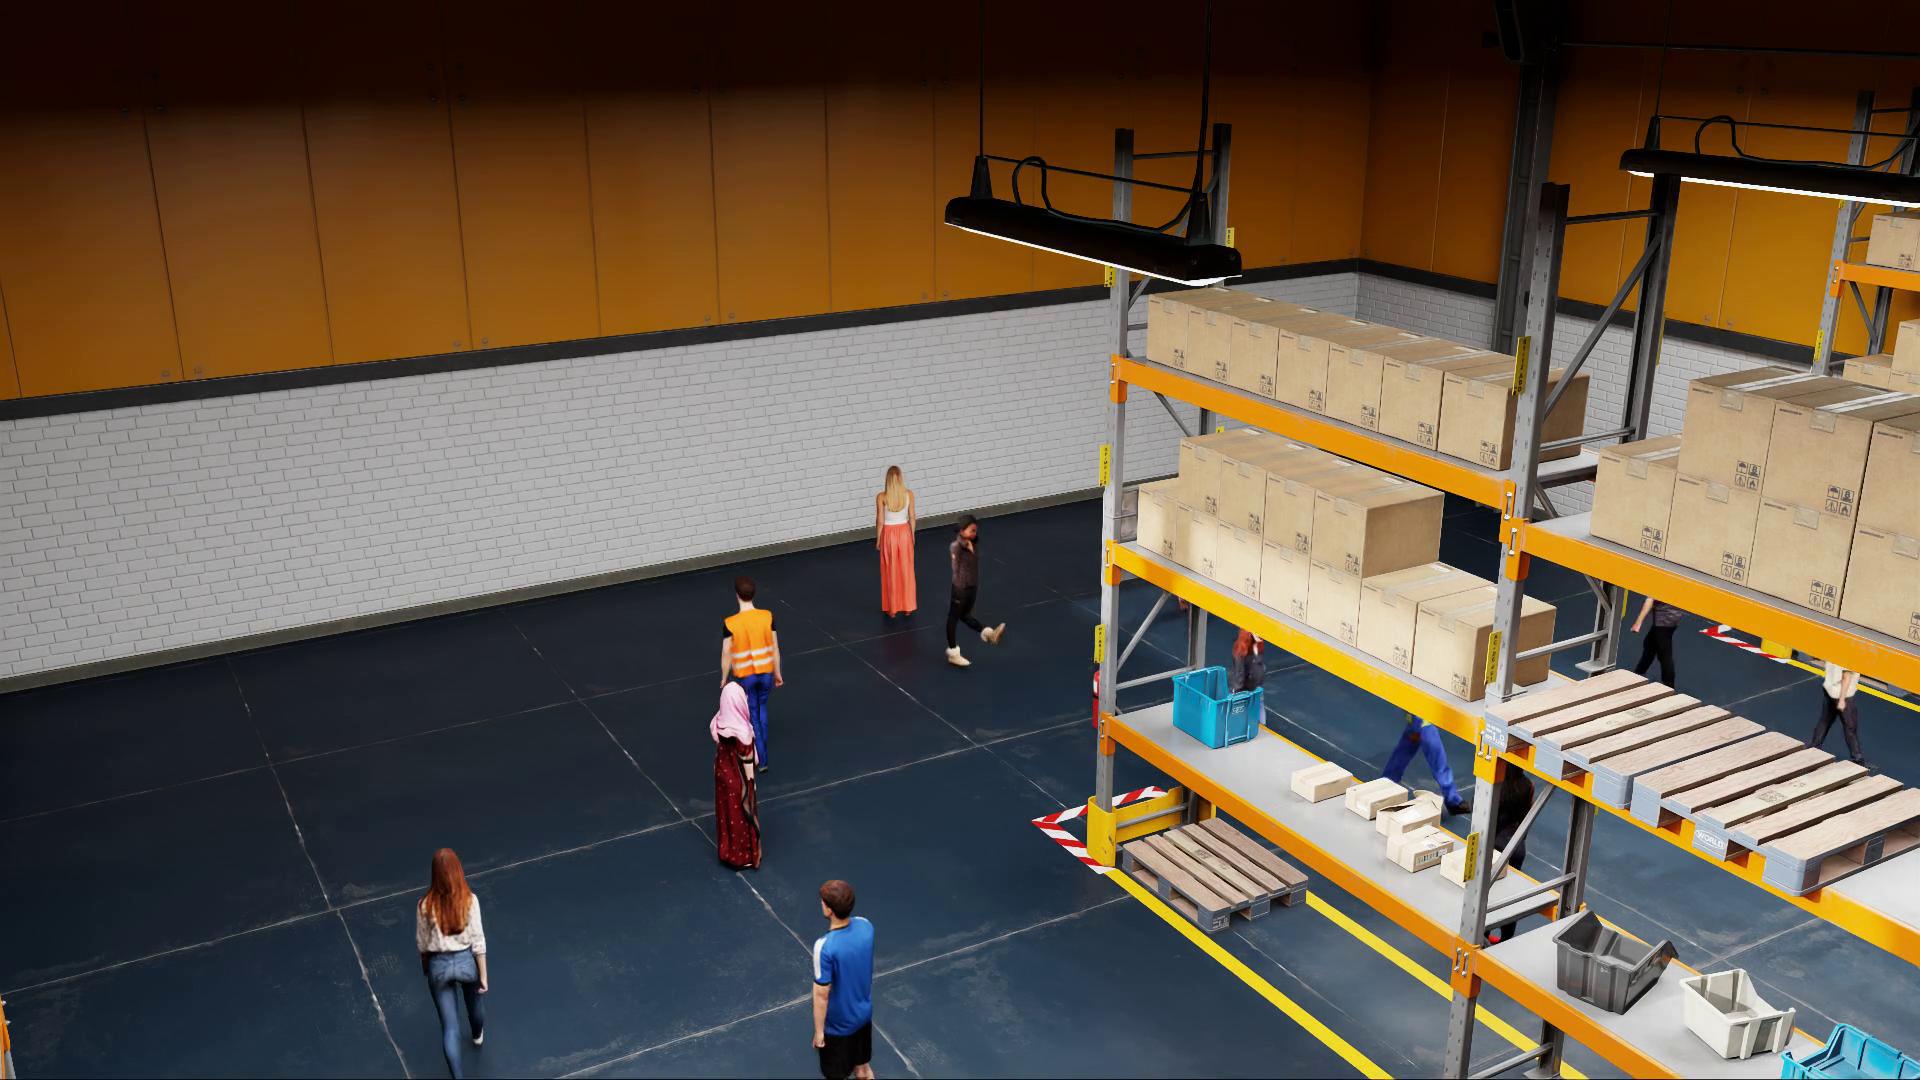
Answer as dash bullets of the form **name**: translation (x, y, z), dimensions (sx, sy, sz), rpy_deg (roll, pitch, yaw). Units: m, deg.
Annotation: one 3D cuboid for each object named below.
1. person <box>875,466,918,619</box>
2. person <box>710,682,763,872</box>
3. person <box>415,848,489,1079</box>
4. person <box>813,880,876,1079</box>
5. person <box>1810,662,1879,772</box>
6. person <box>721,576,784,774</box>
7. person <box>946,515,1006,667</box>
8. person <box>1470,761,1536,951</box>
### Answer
- **person**: translation (-0.735, 0.013, 19.175), dimensions (0.705, 1.802, 0.700), rpy_deg (-4, 19, -10)
- **person**: translation (-1.855, 1.937, 13.727), dimensions (0.762, 1.633, 0.566), rpy_deg (-13, 23, -34)
- **person**: translation (-3.308, 2.877, 10.867), dimensions (0.788, 1.678, 1.176), rpy_deg (-5, 19, -15)
- **person**: translation (-0.698, 2.964, 10.319), dimensions (0.719, 1.862, 0.727), rpy_deg (13, 23, 34)
- **person**: translation (8.077, 1.412, 15.390), dimensions (0.916, 1.566, 0.892), rpy_deg (2, 19, 6)
- **person**: translation (-1.874, 1.276, 15.316), dimensions (0.713, 1.872, 0.693), rpy_deg (-10, 21, -26)
- **person**: translation (0.140, 0.551, 17.806), dimensions (0.922, 1.657, 0.789), rpy_deg (16, 24, 39)
- **person**: translation (3.982, 2.310, 12.335), dimensions (0.691, 1.815, 0.626), rpy_deg (-9, 20, -24)
